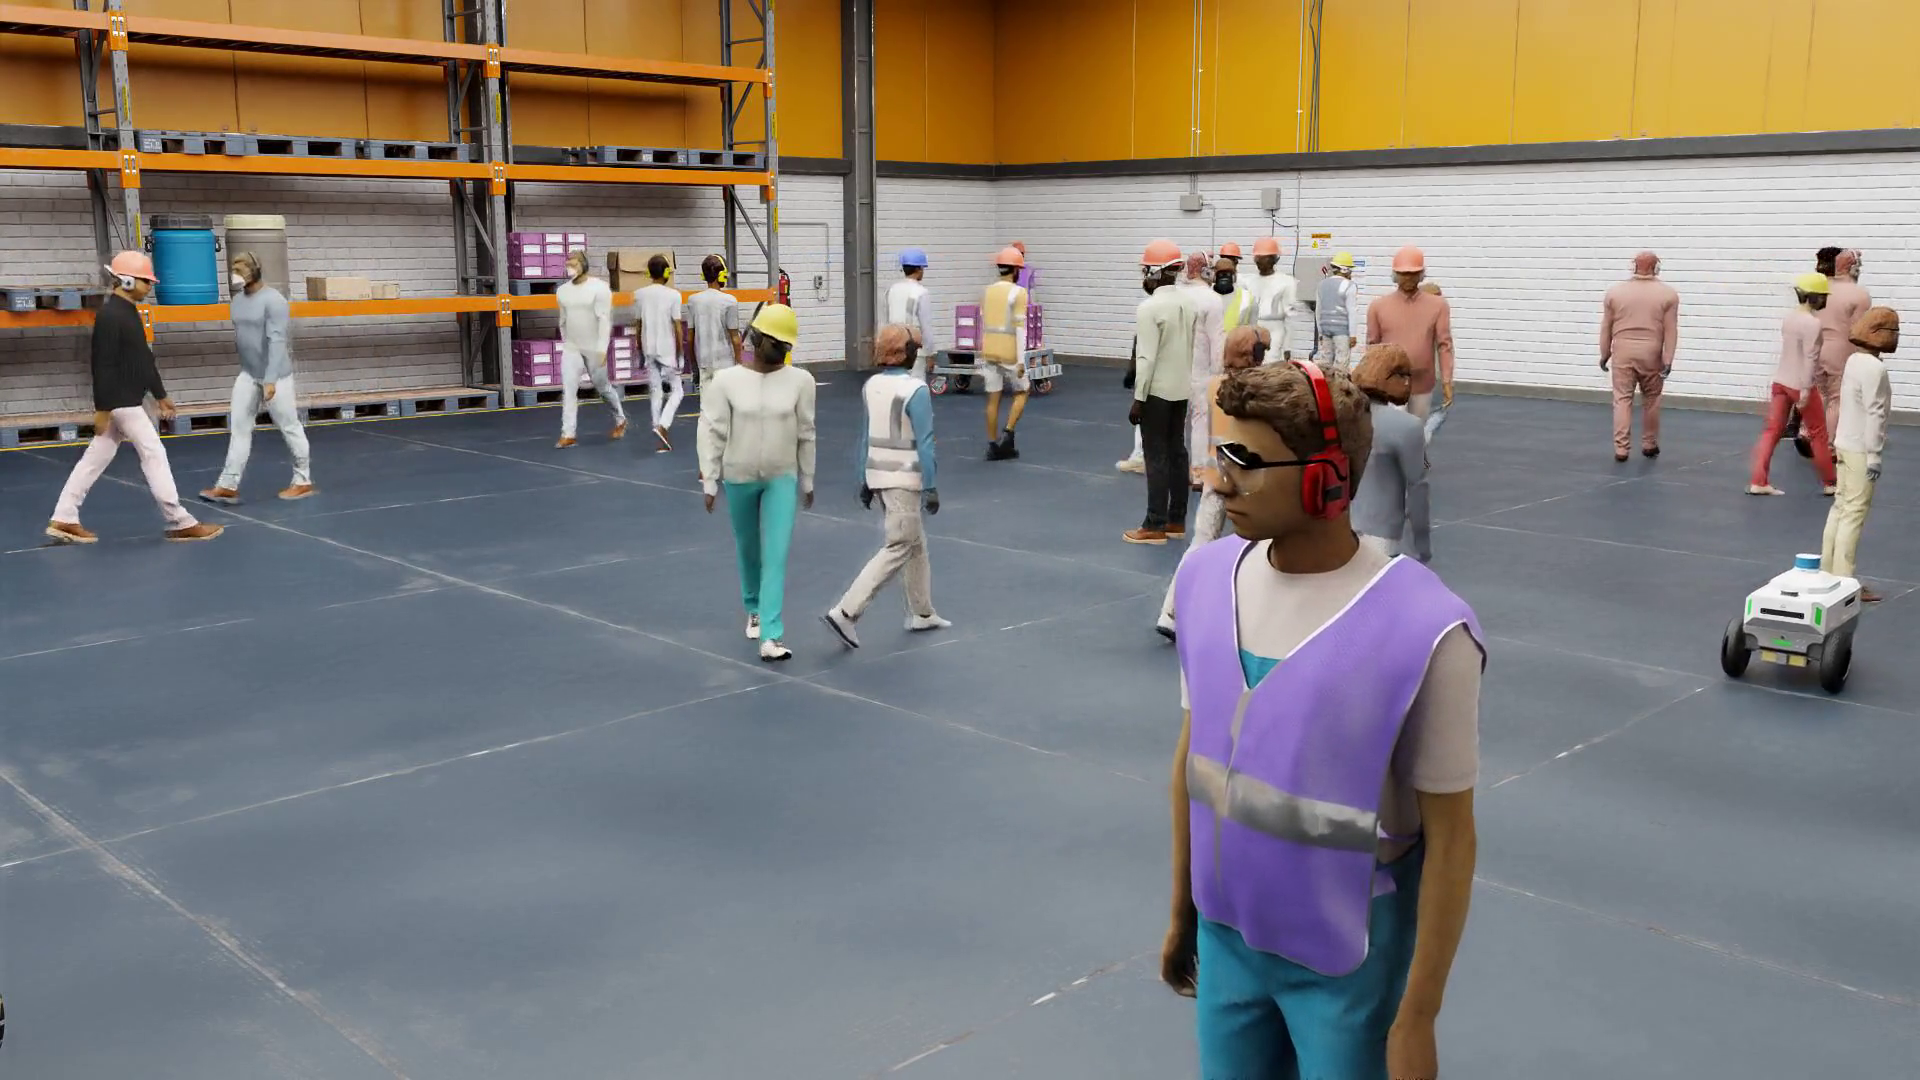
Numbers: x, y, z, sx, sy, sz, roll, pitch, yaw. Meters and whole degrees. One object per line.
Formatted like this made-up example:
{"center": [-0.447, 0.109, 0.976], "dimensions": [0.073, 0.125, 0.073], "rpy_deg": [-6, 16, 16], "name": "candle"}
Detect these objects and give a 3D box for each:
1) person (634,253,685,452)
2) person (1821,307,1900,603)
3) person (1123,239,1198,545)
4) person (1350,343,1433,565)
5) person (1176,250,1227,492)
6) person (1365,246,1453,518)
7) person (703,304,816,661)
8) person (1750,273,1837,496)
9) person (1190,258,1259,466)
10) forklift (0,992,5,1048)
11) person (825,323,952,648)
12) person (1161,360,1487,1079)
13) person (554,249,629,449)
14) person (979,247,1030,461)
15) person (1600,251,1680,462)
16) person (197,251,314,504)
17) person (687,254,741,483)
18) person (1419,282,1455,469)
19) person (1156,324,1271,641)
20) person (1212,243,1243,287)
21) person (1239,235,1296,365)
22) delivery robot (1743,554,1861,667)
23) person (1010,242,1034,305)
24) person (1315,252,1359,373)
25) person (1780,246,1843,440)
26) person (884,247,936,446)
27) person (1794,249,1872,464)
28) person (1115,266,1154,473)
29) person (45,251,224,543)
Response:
{"center": [-2.800, -1.721, 15.440], "dimensions": [0.531, 1.855, 0.460], "rpy_deg": [3, 11, 15], "name": "person"}
{"center": [5.028, -0.479, 9.271], "dimensions": [0.268, 1.630, 0.507], "rpy_deg": [2, 11, 13], "name": "person"}
{"center": [1.325, -0.966, 10.940], "dimensions": [0.375, 1.994, 0.611], "rpy_deg": [8, 13, 38], "name": "person"}
{"center": [1.667, -0.018, 6.901], "dimensions": [0.837, 1.595, 0.498], "rpy_deg": [-6, 12, -31], "name": "person"}
{"center": [1.889, -1.339, 13.215], "dimensions": [0.403, 1.906, 0.651], "rpy_deg": [-7, 13, -35], "name": "person"}
{"center": [3.276, -1.176, 12.209], "dimensions": [0.606, 1.956, 1.006], "rpy_deg": [1, 10, 4], "name": "person"}
{"center": [-0.964, -0.288, 8.056], "dimensions": [0.555, 1.689, 0.920], "rpy_deg": [-2, 11, -9], "name": "person"}
{"center": [6.579, -1.183, 12.852], "dimensions": [0.845, 1.733, 0.527], "rpy_deg": [-1, 10, -4], "name": "person"}
{"center": [2.281, -1.535, 14.521], "dimensions": [0.637, 1.830, 0.430], "rpy_deg": [2, 11, 9], "name": "person"}
{"center": [-3.245, 0.323, 3.363], "dimensions": [2.313, 2.155, 1.214], "rpy_deg": [2, 11, 13], "name": "forklift"}
{"center": [-0.358, -0.274, 8.251], "dimensions": [0.802, 1.598, 0.511], "rpy_deg": [-7, 13, -34], "name": "person"}
{"center": [0.545, 0.638, 2.609], "dimensions": [0.390, 1.841, 0.563], "rpy_deg": [-7, 13, -35], "name": "person"}
{"center": [-3.577, -1.856, 16.067], "dimensions": [0.634, 1.903, 0.971], "rpy_deg": [4, 11, 20], "name": "person"}
{"center": [0.414, -1.665, 14.952], "dimensions": [0.540, 1.914, 0.455], "rpy_deg": [8, 13, 36], "name": "person"}
{"center": [6.145, -1.664, 15.072], "dimensions": [0.662, 1.872, 0.881], "rpy_deg": [5, 12, 26], "name": "person"}
{"center": [-5.303, -1.200, 12.455], "dimensions": [0.651, 1.892, 0.969], "rpy_deg": [5, 12, 28], "name": "person"}
{"center": [-1.990, -1.398, 13.635], "dimensions": [0.514, 1.872, 0.328], "rpy_deg": [4, 11, 23], "name": "person"}
{"center": [3.978, -1.389, 14.236], "dimensions": [0.517, 1.621, 0.390], "rpy_deg": [10, 14, 42], "name": "person"}
{"center": [1.344, -0.276, 8.277], "dimensions": [0.895, 1.591, 0.523], "rpy_deg": [-6, 12, -31], "name": "person"}
{"center": [3.237, -2.630, 20.187], "dimensions": [0.551, 1.928, 0.377], "rpy_deg": [9, 14, 40], "name": "person"}
{"center": [3.005, -1.961, 16.282], "dimensions": [0.624, 2.027, 0.733], "rpy_deg": [8, 13, 38], "name": "person"}
{"center": [3.887, 0.308, 7.663], "dimensions": [0.477, 0.478, 0.707], "rpy_deg": [9, 14, 40], "name": "delivery robot"}
{"center": [0.874, -3.690, 26.009], "dimensions": [0.561, 1.920, 0.590], "rpy_deg": [-2, 11, -12], "name": "person"}
{"center": [4.418, -2.439, 19.420], "dimensions": [0.404, 1.828, 0.592], "rpy_deg": [-7, 12, -33], "name": "person"}
{"center": [8.534, -1.903, 16.247], "dimensions": [0.953, 1.938, 0.614], "rpy_deg": [8, 13, 37], "name": "person"}
{"center": [-0.533, -1.768, 15.542], "dimensions": [0.835, 1.917, 0.611], "rpy_deg": [-9, 14, -41], "name": "person"}
{"center": [7.758, -1.607, 14.697], "dimensions": [0.423, 1.894, 0.672], "rpy_deg": [-4, 11, -21], "name": "person"}
{"center": [1.544, -1.404, 13.843], "dimensions": [0.790, 1.814, 0.627], "rpy_deg": [5, 11, 23], "name": "person"}
{"center": [-5.504, -0.913, 10.866], "dimensions": [1.064, 1.935, 0.621], "rpy_deg": [-4, 11, -19], "name": "person"}
